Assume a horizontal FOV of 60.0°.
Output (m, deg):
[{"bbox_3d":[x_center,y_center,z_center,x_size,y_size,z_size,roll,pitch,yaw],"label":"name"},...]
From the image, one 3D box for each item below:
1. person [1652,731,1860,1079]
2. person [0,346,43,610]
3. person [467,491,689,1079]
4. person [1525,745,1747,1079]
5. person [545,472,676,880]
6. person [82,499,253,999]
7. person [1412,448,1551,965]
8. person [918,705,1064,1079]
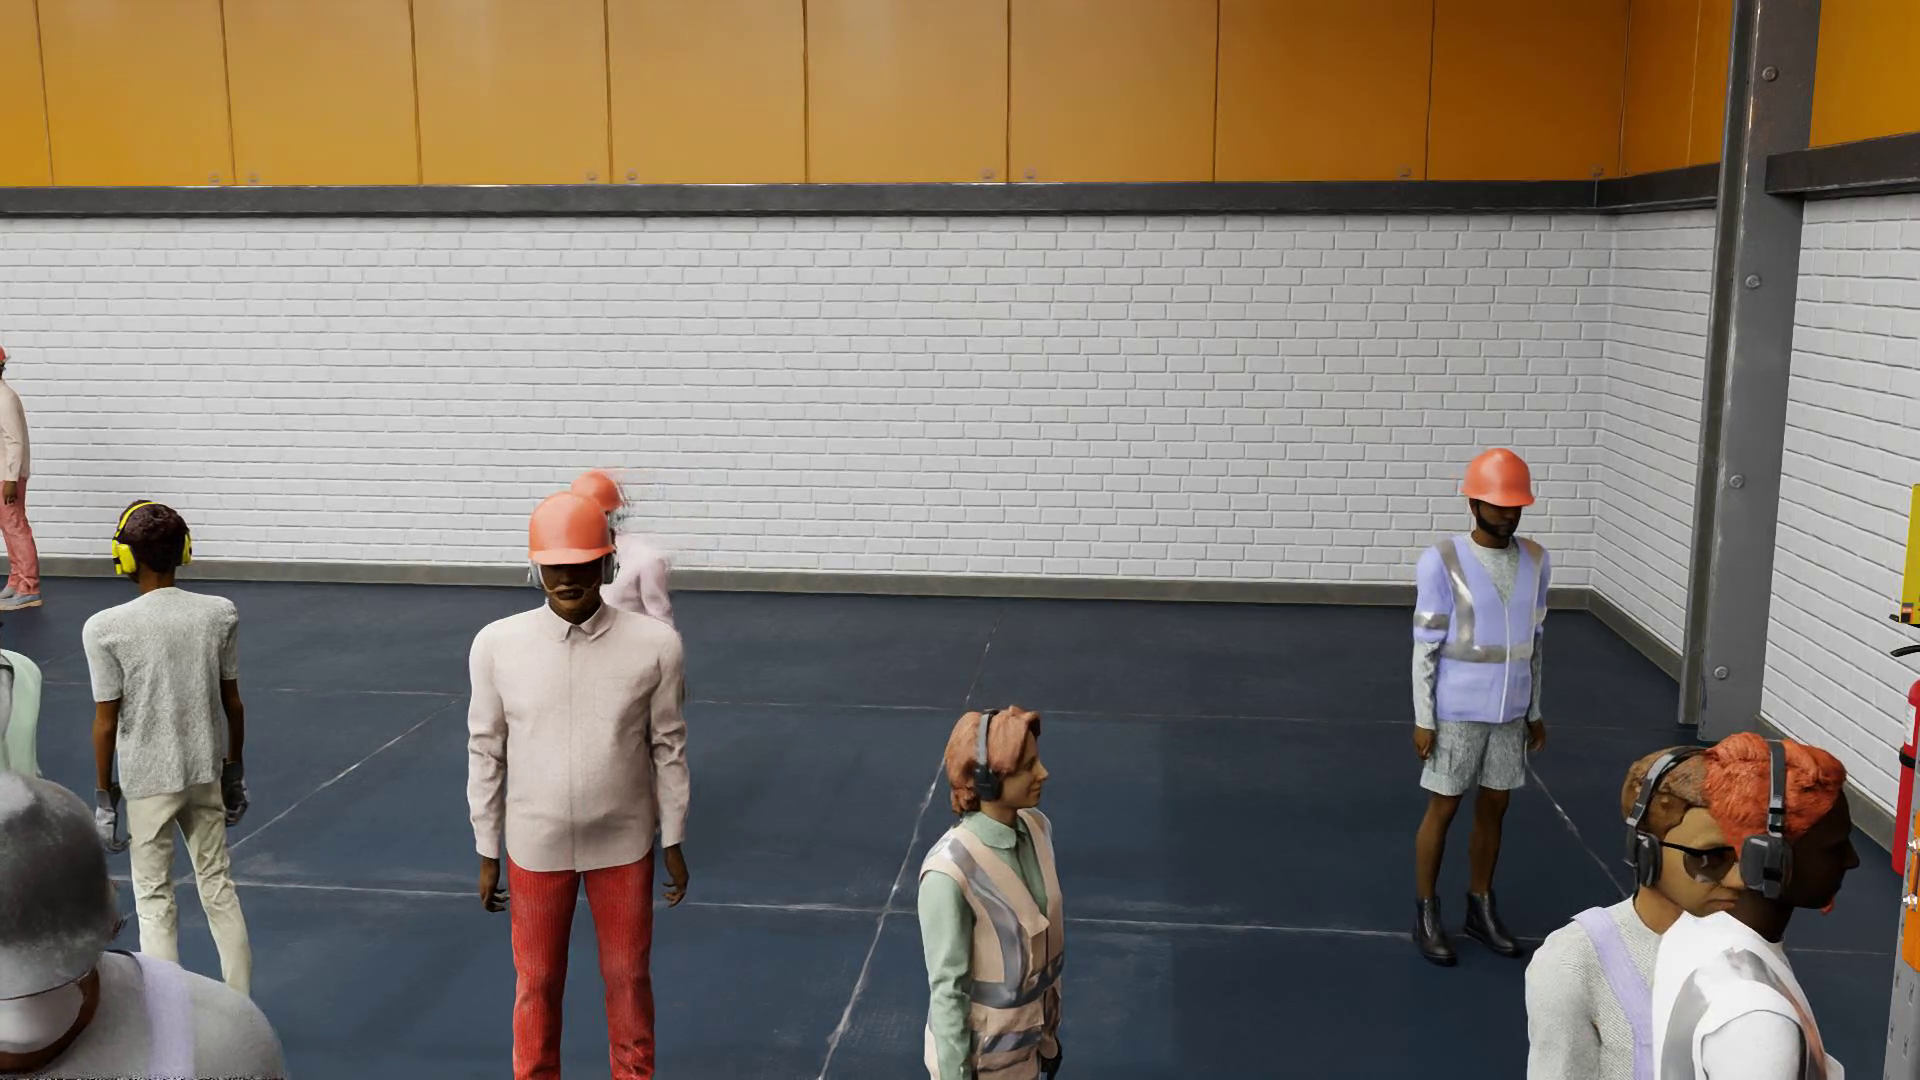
[{"bbox_3d":[1.262,1.237,2.776,0.340,1.882,0.586,2,10,10],"label":"person"},{"bbox_3d":[-7.090,-0.481,12.299,0.397,1.992,0.621,-8,13,-38],"label":"person"},{"bbox_3d":[-1.065,0.849,4.683,0.609,1.995,0.378,-2,10,-13],"label":"person"},{"bbox_3d":[1.181,1.244,2.848,0.508,1.846,0.345,-4,11,-24],"label":"person"},{"bbox_3d":[-1.548,0.568,7.070,0.596,1.709,0.872,5,11,25],"label":"person"},{"bbox_3d":[-2.553,0.797,5.385,0.327,1.861,0.501,7,12,35],"label":"person"},{"bbox_3d":[1.943,0.618,6.169,0.551,1.934,0.373,-3,10,-16],"label":"person"},{"bbox_3d":[0.074,1.180,3.792,0.307,1.645,0.513,5,11,26],"label":"person"}]
